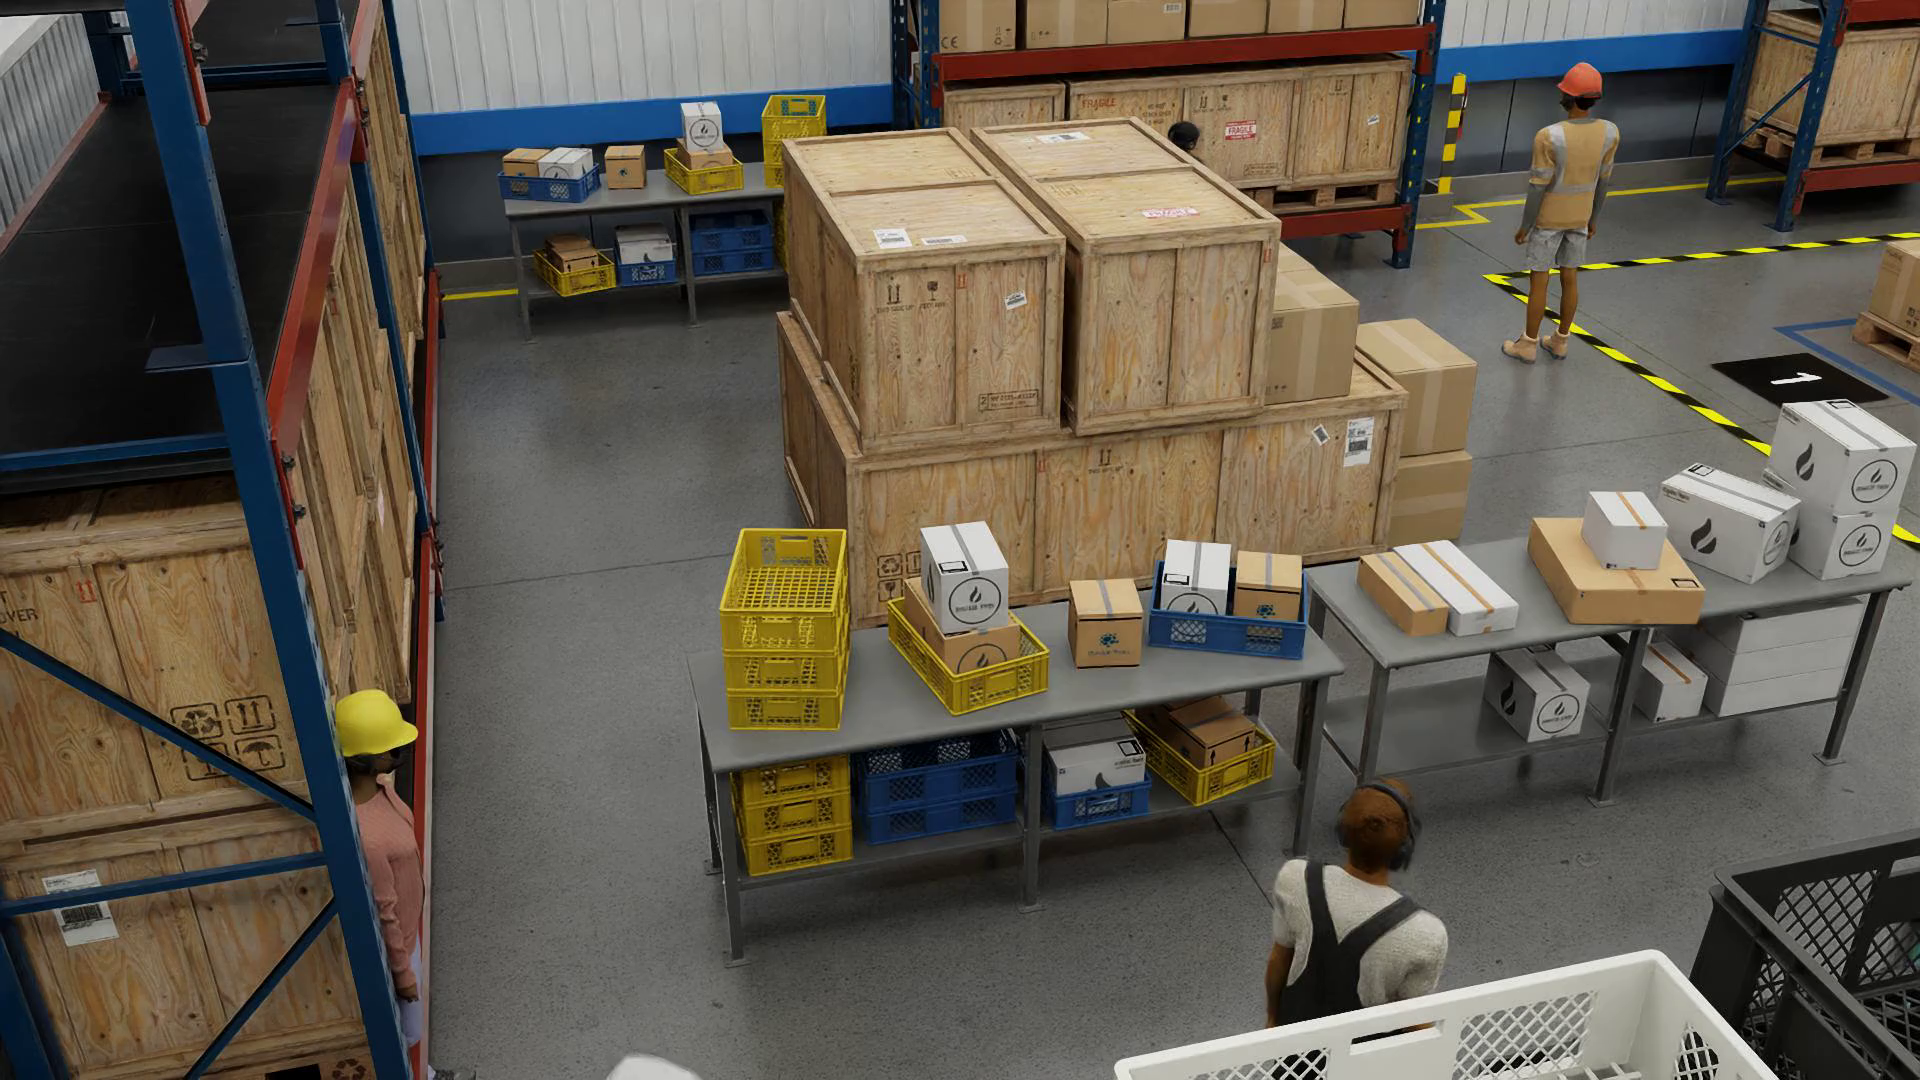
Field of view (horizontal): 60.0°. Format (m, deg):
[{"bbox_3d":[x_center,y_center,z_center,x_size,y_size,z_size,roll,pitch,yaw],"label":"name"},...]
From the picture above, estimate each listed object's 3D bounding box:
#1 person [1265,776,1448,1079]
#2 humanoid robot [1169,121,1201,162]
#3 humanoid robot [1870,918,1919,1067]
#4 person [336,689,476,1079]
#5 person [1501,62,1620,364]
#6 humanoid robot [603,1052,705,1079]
[{"bbox_3d":[1.102,1.470,4.830,0.500,1.836,0.338,19,34,31],"label":"person"},{"bbox_3d":[1.532,-2.054,11.435,0.767,1.640,0.590,16,33,26],"label":"humanoid robot"},{"bbox_3d":[2.614,1.637,4.626,1.028,1.733,0.562,-15,32,-25],"label":"humanoid robot"},{"bbox_3d":[-1.798,1.238,5.327,0.337,1.761,0.522,-9,30,-16],"label":"person"},{"bbox_3d":[4.050,-2.186,11.245,0.604,2.048,0.366,-7,30,-13],"label":"person"},{"bbox_3d":[-0.747,2.124,3.778,0.555,1.779,0.962,7,30,12],"label":"humanoid robot"}]
